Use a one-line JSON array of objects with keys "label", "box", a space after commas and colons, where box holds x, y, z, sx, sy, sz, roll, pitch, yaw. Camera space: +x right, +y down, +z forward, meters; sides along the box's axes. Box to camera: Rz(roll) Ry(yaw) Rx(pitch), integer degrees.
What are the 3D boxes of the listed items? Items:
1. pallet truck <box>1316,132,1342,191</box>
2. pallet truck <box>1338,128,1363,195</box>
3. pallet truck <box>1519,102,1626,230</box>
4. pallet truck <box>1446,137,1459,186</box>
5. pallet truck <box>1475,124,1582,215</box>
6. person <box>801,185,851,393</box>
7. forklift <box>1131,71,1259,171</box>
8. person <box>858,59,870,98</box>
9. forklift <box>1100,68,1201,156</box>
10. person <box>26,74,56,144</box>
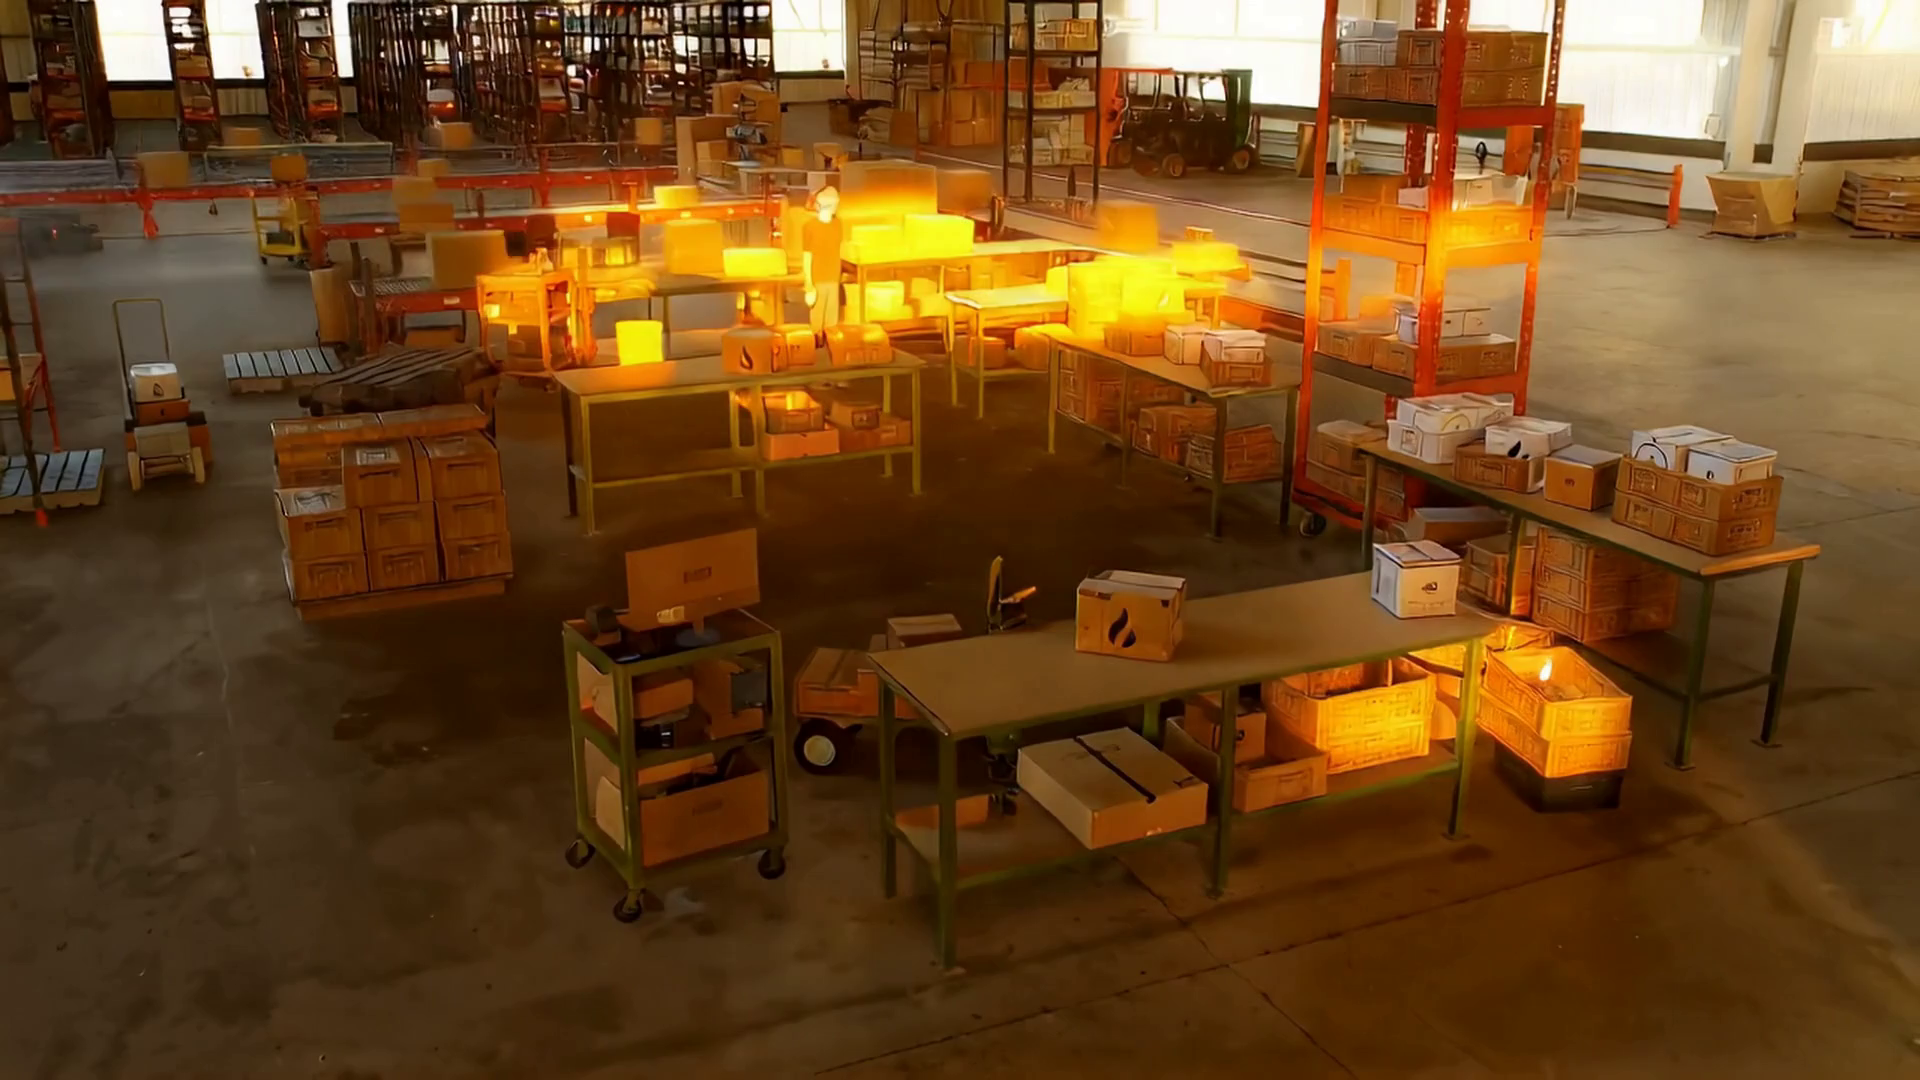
[{"label": "pallet truck", "box": [7.723, -7.504, 32.656, 1.601, 1.201, 0.680, -8, 19, -23]}, {"label": "pallet truck", "box": [7.845, -7.140, 31.411, 1.522, 1.261, 0.704, -9, 20, -25]}, {"label": "pallet truck", "box": [9.972, -6.037, 26.785, 1.885, 1.965, 0.823, -9, 20, -25]}, {"label": "pallet truck", "box": [9.184, -6.485, 29.328, 1.630, 1.274, 0.653, -8, 19, -23]}, {"label": "pallet truck", "box": [9.707, -6.455, 28.103, 1.885, 1.965, 0.823, -7, 19, -20]}, {"label": "person", "box": [-1.224, -2.301, 15.234, 0.329, 1.866, 0.514, 13, 22, 36]}, {"label": "forklift", "box": [4.998, -8.936, 35.413, 2.680, 1.987, 1.157, -9, 20, -25]}, {"label": "person", "box": [-2.906, -13.601, 50.617, 0.376, 1.995, 0.612, -5, 18, -16]}, {"label": "forklift", "box": [4.082, -9.564, 37.410, 2.680, 1.987, 1.157, -8, 19, -23]}, {"label": "person", "box": [-24.414, -11.432, 44.102, 0.626, 1.798, 0.506, 5, 18, 16]}]
